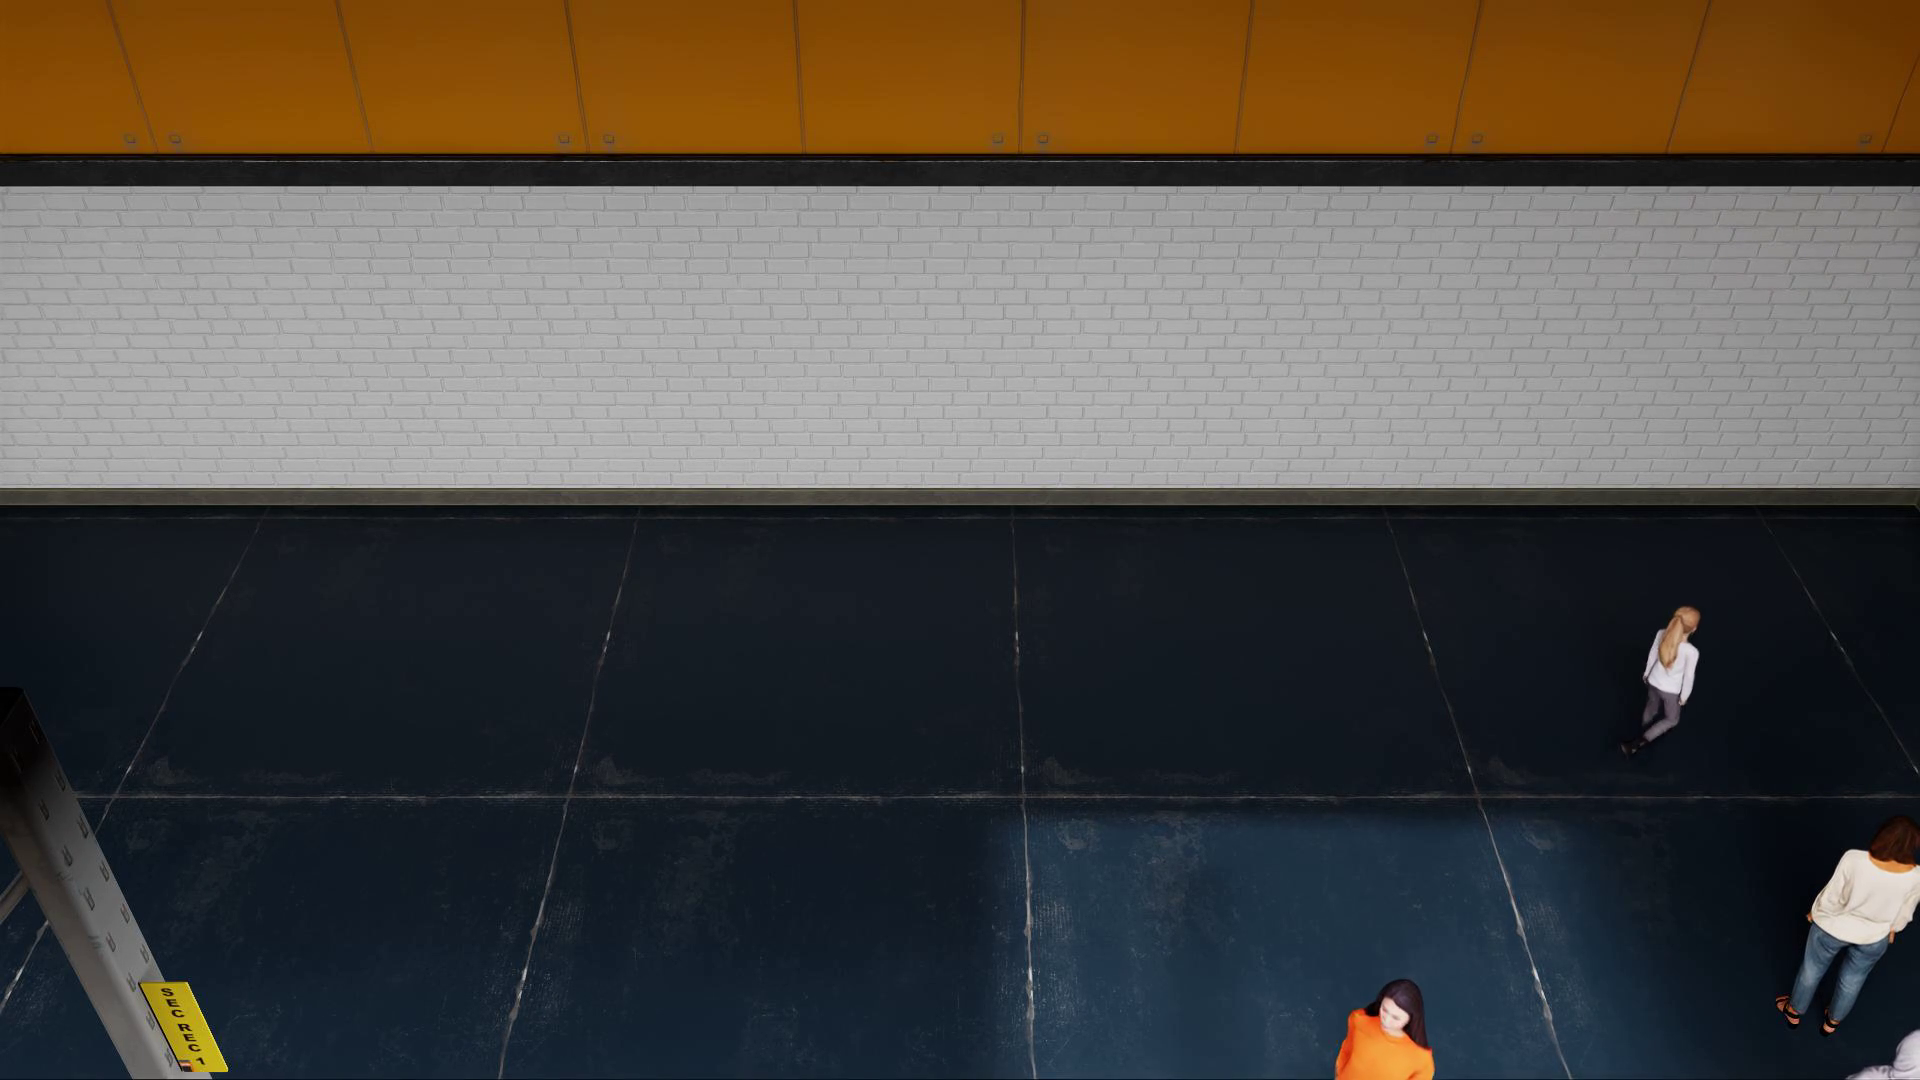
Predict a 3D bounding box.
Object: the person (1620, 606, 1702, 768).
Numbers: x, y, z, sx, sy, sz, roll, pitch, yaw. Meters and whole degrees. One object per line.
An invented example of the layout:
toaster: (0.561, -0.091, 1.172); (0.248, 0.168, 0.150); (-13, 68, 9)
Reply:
person: (4.578, 0.963, 10.861); (0.750, 1.270, 0.755); (-19, 43, -23)

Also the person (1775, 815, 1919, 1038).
person: (4.881, 2.113, 9.091); (0.689, 1.682, 0.657); (13, 40, 16)

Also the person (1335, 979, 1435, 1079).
person: (2.064, 2.744, 8.242); (0.718, 1.755, 0.772); (30, 47, 32)
